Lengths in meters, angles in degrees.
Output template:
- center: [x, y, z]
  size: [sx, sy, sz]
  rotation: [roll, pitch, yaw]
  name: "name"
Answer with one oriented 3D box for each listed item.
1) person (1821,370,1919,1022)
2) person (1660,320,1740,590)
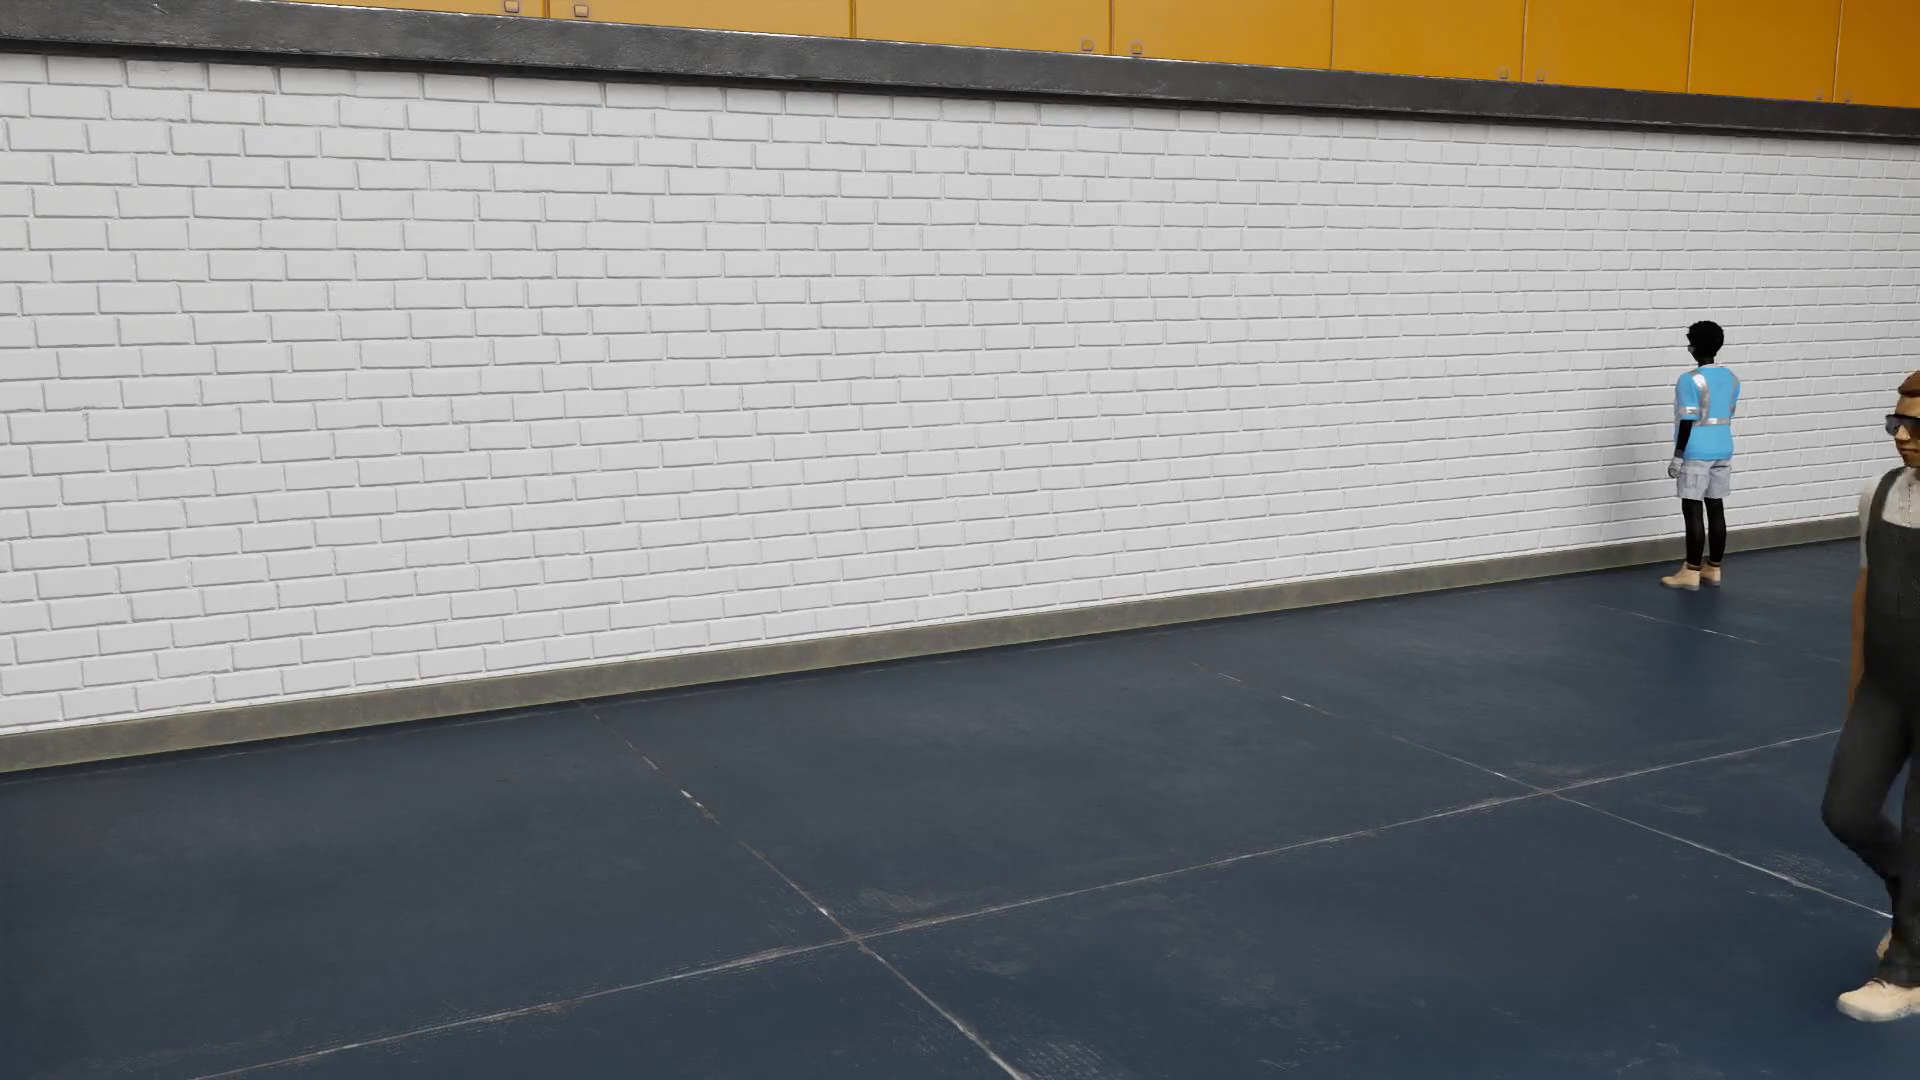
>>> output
- center: [2.675, 0.427, 4.589]
  size: [0.455, 1.831, 0.511]
  rotation: [-4, 11, -22]
  name: "person"
- center: [4.670, -0.532, 10.482]
  size: [0.536, 1.699, 0.322]
  rotation: [-6, 12, -32]
  name: "person"
